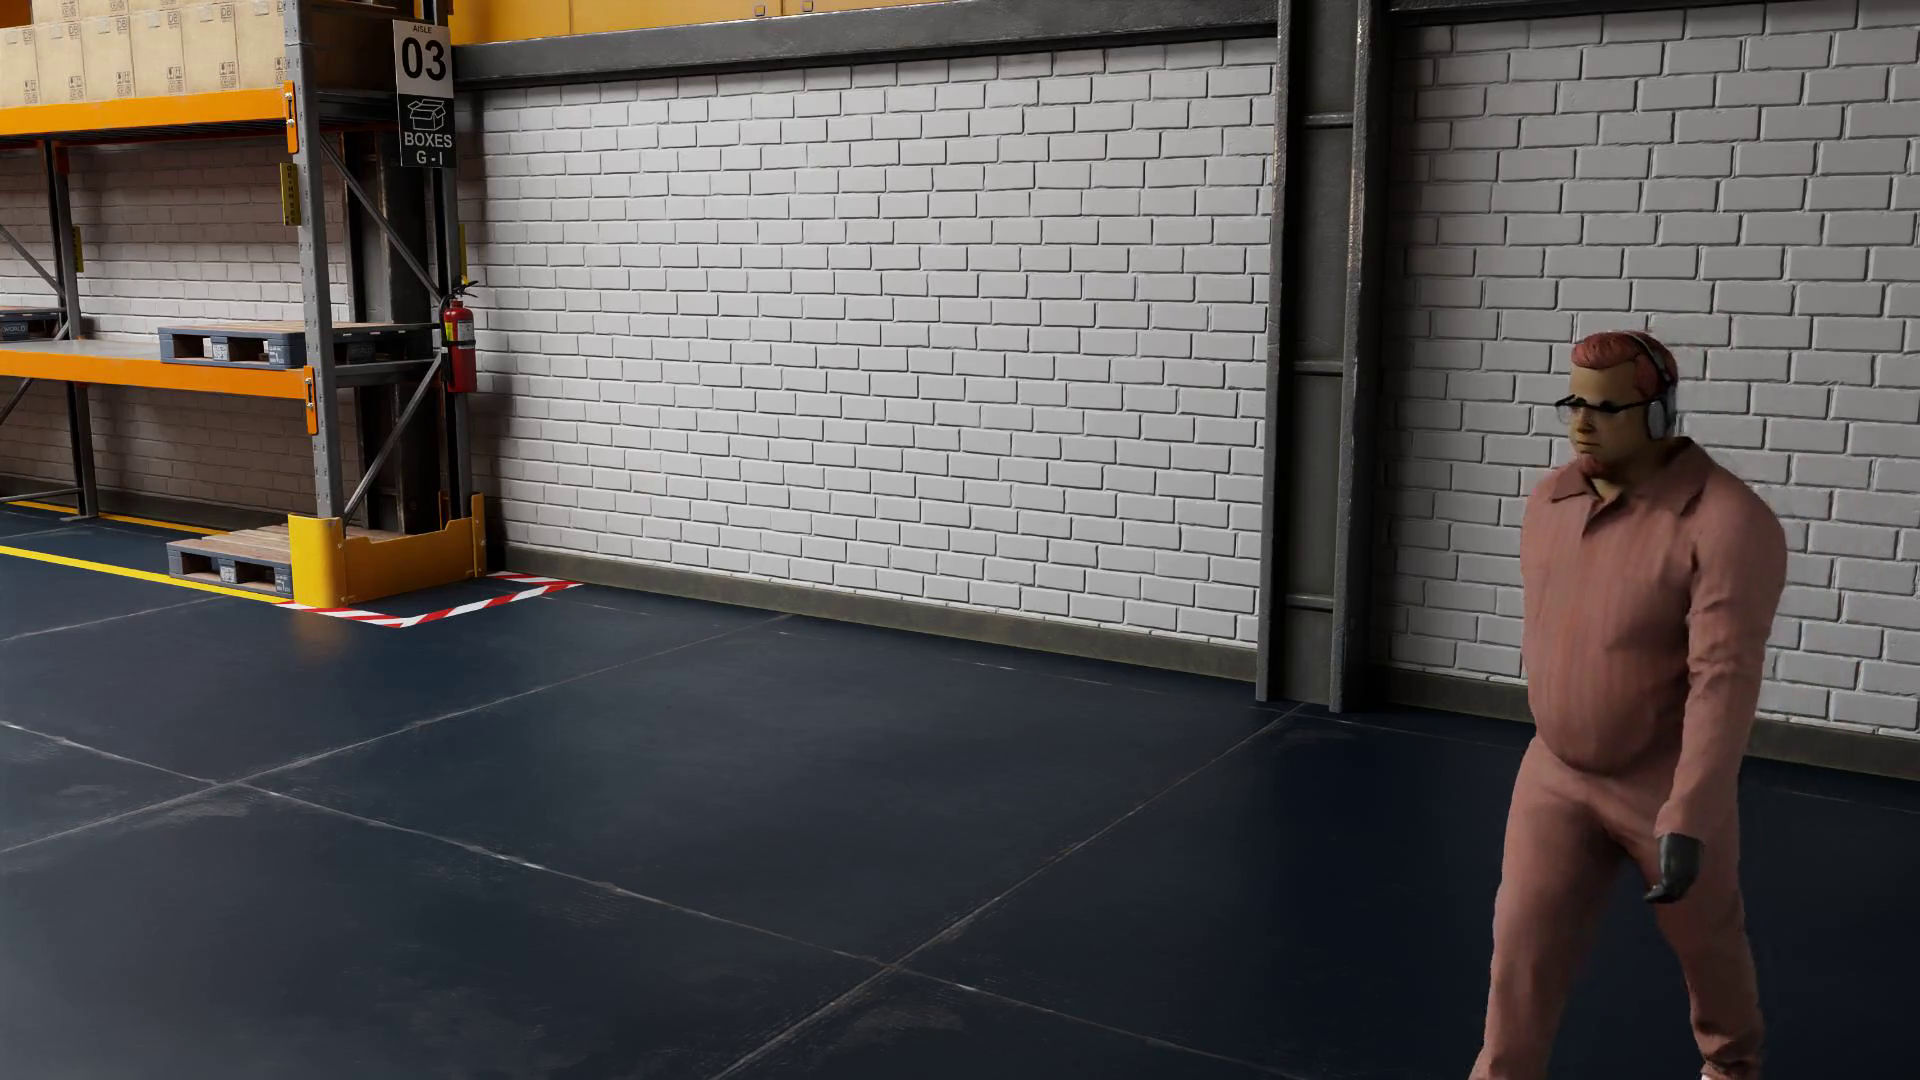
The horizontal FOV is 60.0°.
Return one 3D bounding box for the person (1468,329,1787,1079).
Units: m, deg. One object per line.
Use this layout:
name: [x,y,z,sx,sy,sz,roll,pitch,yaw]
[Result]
person: [1.427,0.481,3.525,1.018,1.855,0.648,-6,12,-31]
